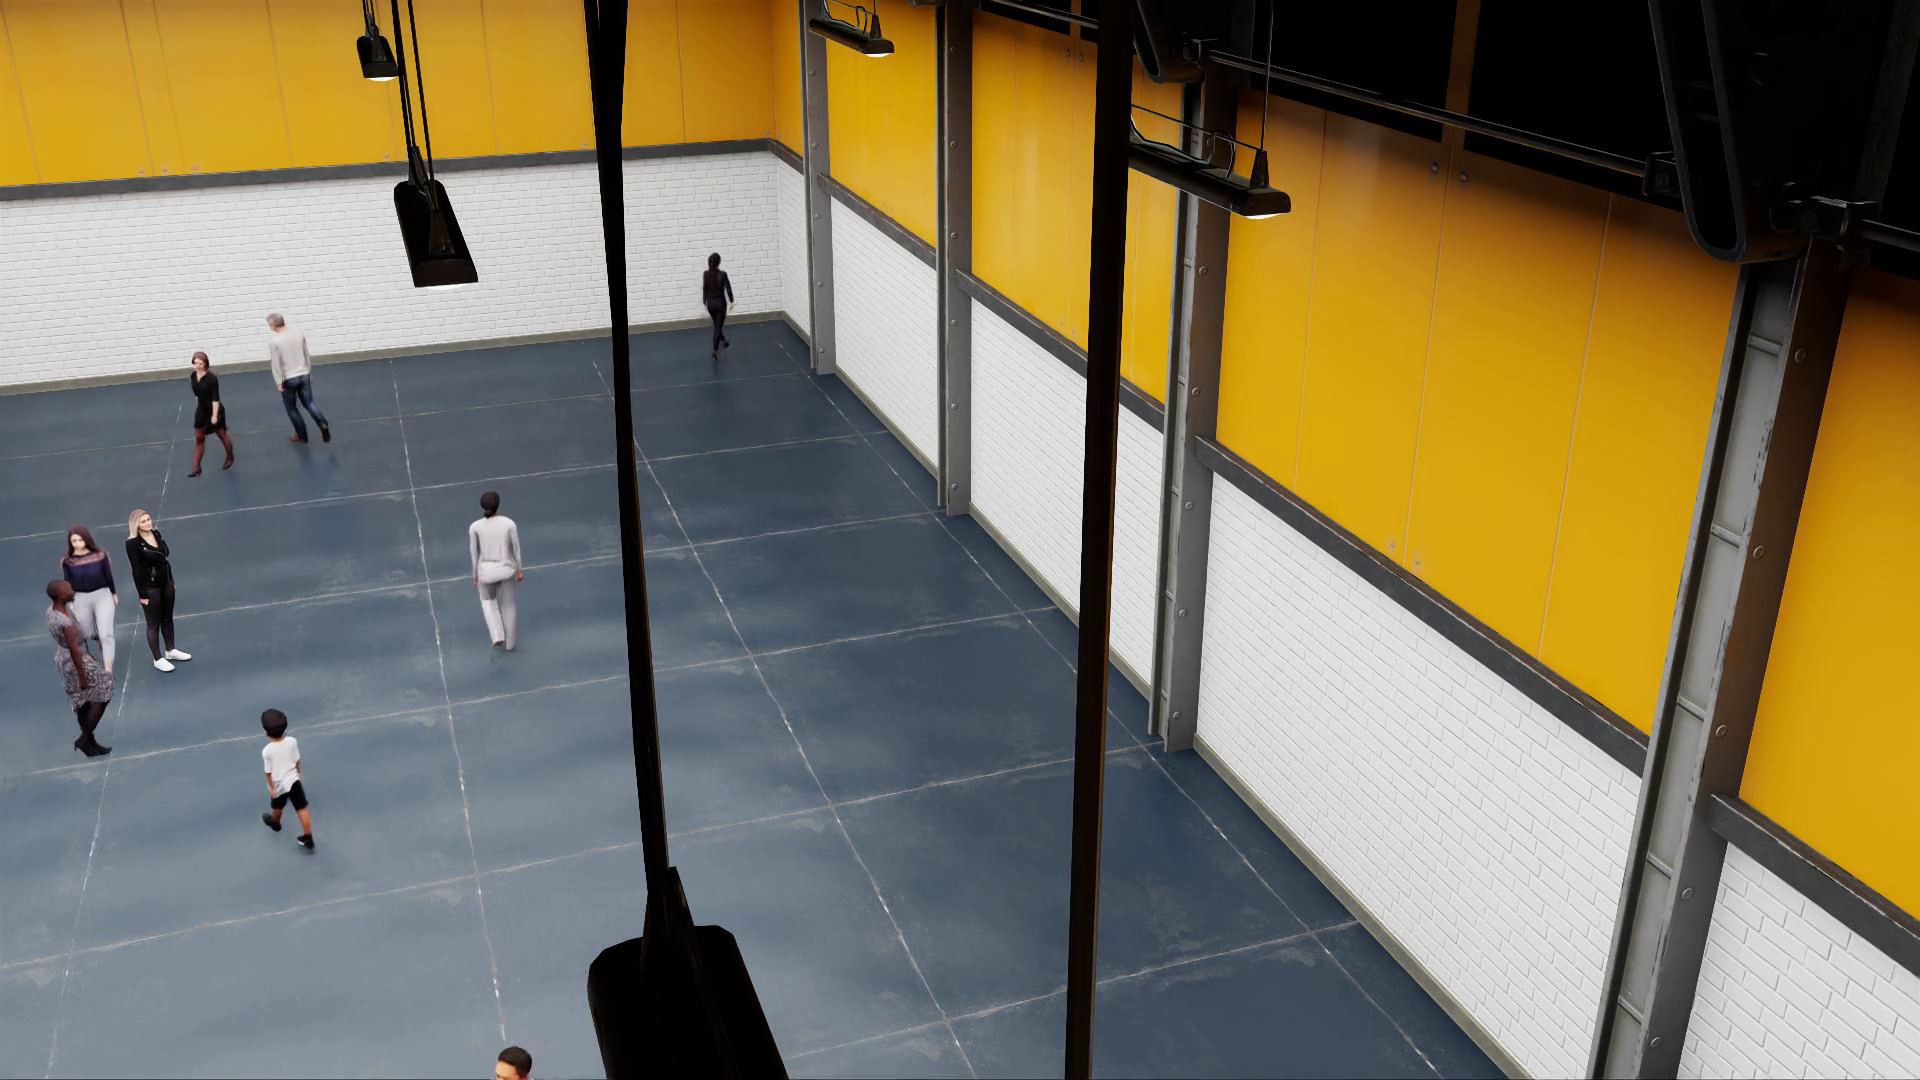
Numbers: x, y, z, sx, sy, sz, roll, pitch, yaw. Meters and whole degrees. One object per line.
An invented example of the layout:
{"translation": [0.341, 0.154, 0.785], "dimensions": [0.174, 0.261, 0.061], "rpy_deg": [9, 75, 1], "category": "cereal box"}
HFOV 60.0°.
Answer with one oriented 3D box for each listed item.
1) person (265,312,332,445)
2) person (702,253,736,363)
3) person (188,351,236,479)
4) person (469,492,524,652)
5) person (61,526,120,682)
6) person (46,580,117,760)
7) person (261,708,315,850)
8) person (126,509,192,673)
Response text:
{"translation": [-8.907, -2.129, 22.369], "dimensions": [1.189, 1.869, 1.058], "rpy_deg": [17, 29, 34], "category": "person"}
{"translation": [-3.815, -3.603, 26.001], "dimensions": [0.960, 1.661, 1.146], "rpy_deg": [5, 24, 11], "category": "person"}
{"translation": [-9.636, -1.655, 21.538], "dimensions": [0.986, 1.666, 1.081], "rpy_deg": [10, 25, 21], "category": "person"}
{"translation": [-4.697, 0.362, 16.855], "dimensions": [0.688, 1.721, 0.700], "rpy_deg": [-5, 24, -12], "category": "person"}
{"translation": [-8.569, 0.607, 16.458], "dimensions": [0.596, 1.590, 0.892], "rpy_deg": [-9, 25, -20], "category": "person"}
{"translation": [-7.982, 1.200, 14.868], "dimensions": [0.779, 1.777, 0.848], "rpy_deg": [20, 30, 38], "category": "person"}
{"translation": [-5.537, 2.002, 13.728], "dimensions": [0.943, 1.220, 0.782], "rpy_deg": [18, 29, 35], "category": "person"}
{"translation": [-8.054, 0.479, 16.630], "dimensions": [0.755, 1.686, 0.664], "rpy_deg": [7, 25, 15], "category": "person"}
